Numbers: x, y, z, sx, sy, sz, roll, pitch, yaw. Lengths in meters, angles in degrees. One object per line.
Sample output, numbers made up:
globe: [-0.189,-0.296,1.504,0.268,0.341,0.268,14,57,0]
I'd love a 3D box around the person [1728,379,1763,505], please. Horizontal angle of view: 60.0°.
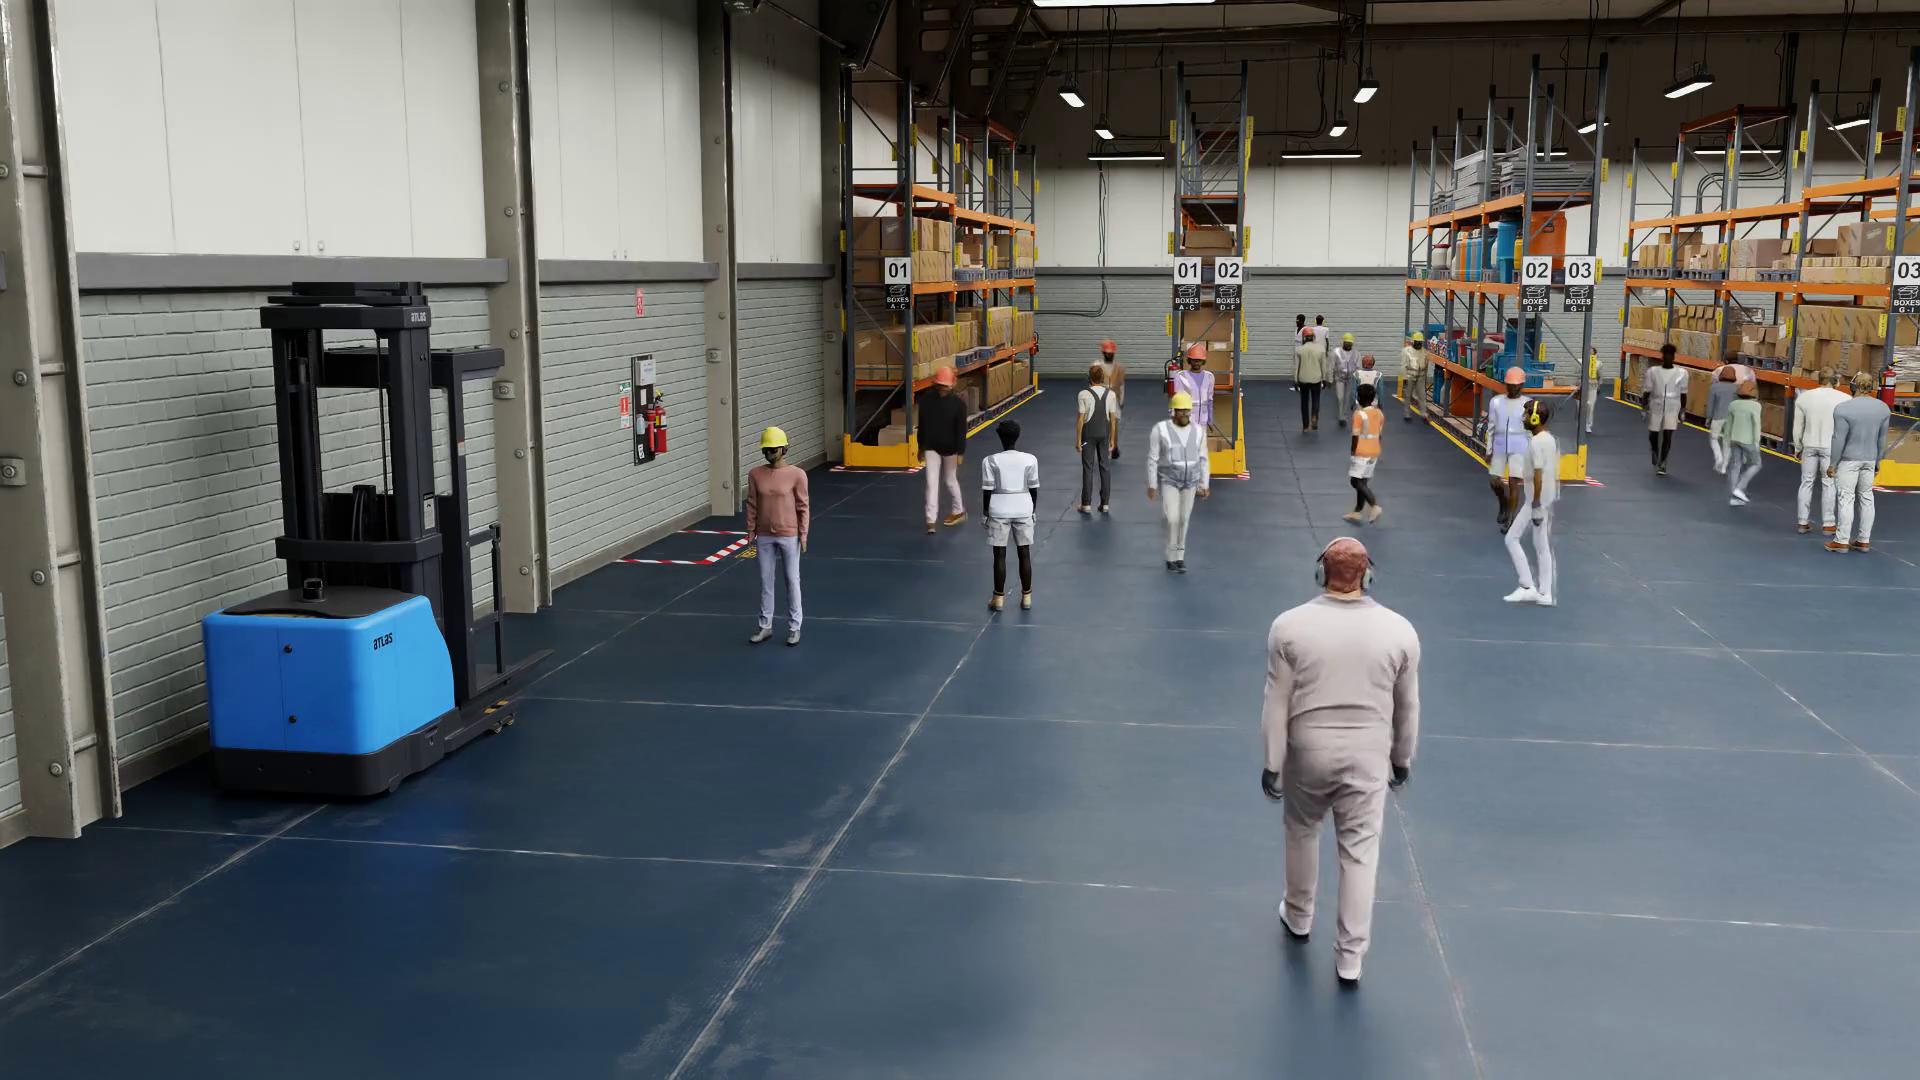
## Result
person: [10.079,-1.248,21.331,0.351,1.619,0.533,-4,10,-22]

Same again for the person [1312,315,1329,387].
person: [9.258,-4.867,42.943,0.535,1.859,0.309,1,9,4]

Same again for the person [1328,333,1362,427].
person: [7.460,-3.075,32.045,0.627,1.800,0.805,-1,9,-4]

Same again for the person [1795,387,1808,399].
person: [17.614,-3.543,34.721,0.600,1.872,0.585,-2,9,-10]

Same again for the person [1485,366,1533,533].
person: [6.350,-1.046,19.173,0.562,1.922,0.494,6,11,33]

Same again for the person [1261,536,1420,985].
person: [1.639,0.911,7.261,0.672,1.871,0.873,1,9,6]

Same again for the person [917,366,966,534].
person: [-0.212,-1.073,19.367,0.654,1.929,0.987,3,10,16]

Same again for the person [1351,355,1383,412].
person: [6.653,-2.206,27.206,0.523,1.638,0.310,2,9,12]

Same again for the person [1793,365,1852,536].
person: [9.877,-1.034,19.069,0.371,1.936,0.629,-9,13,-43]

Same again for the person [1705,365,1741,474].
person: [11.302,-1.770,24.579,0.515,1.617,0.419,2,9,12]

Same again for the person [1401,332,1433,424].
person: [8.998,-3.185,32.764,0.601,1.808,0.710,-1,9,-9]

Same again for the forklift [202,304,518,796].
forklift: [-3.673,-0.038,10.147,1.129,2.768,1.873,1,9,9]

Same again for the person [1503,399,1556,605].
person: [5.152,-0.342,15.031,0.551,1.851,0.548,7,11,36]

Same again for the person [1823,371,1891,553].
person: [9.595,-0.833,17.819,0.630,1.940,0.370,-2,9,-9]

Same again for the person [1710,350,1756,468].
person: [11.786,-1.989,25.404,0.633,1.791,0.741,2,9,10]

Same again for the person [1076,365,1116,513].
person: [1.700,-1.267,20.806,0.503,1.839,0.330,-3,10,-19]

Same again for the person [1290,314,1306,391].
person: [8.562,-4.702,41.742,0.358,1.917,0.600,-2,9,-14]

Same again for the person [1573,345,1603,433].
person: [11.752,-2.841,31.166,0.522,1.622,0.524,2,10,15]

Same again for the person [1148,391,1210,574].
person: [2.214,-0.562,16.506,0.620,1.815,0.610,-2,10,-15]

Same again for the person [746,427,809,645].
person: [-1.480,-0.034,13.421,0.534,1.767,0.320,3,10,16]

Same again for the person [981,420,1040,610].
person: [0.443,-0.222,14.807,0.532,1.693,0.319,-2,9,-12]

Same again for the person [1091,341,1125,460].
person: [2.369,-2.233,26.602,0.567,1.883,1.011,-1,9,-4]

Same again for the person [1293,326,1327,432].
person: [6.540,-3.011,31.134,0.632,1.971,0.438,1,9,6]

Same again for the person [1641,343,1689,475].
person: [10.532,-1.977,24.870,0.627,1.941,0.753,4,10,25]

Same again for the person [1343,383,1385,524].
person: [4.832,-1.020,19.765,0.547,1.689,0.598,-8,12,-40]

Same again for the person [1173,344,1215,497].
person: [3.128,-1.585,22.140,0.609,2.040,0.395,-4,10,-22]
